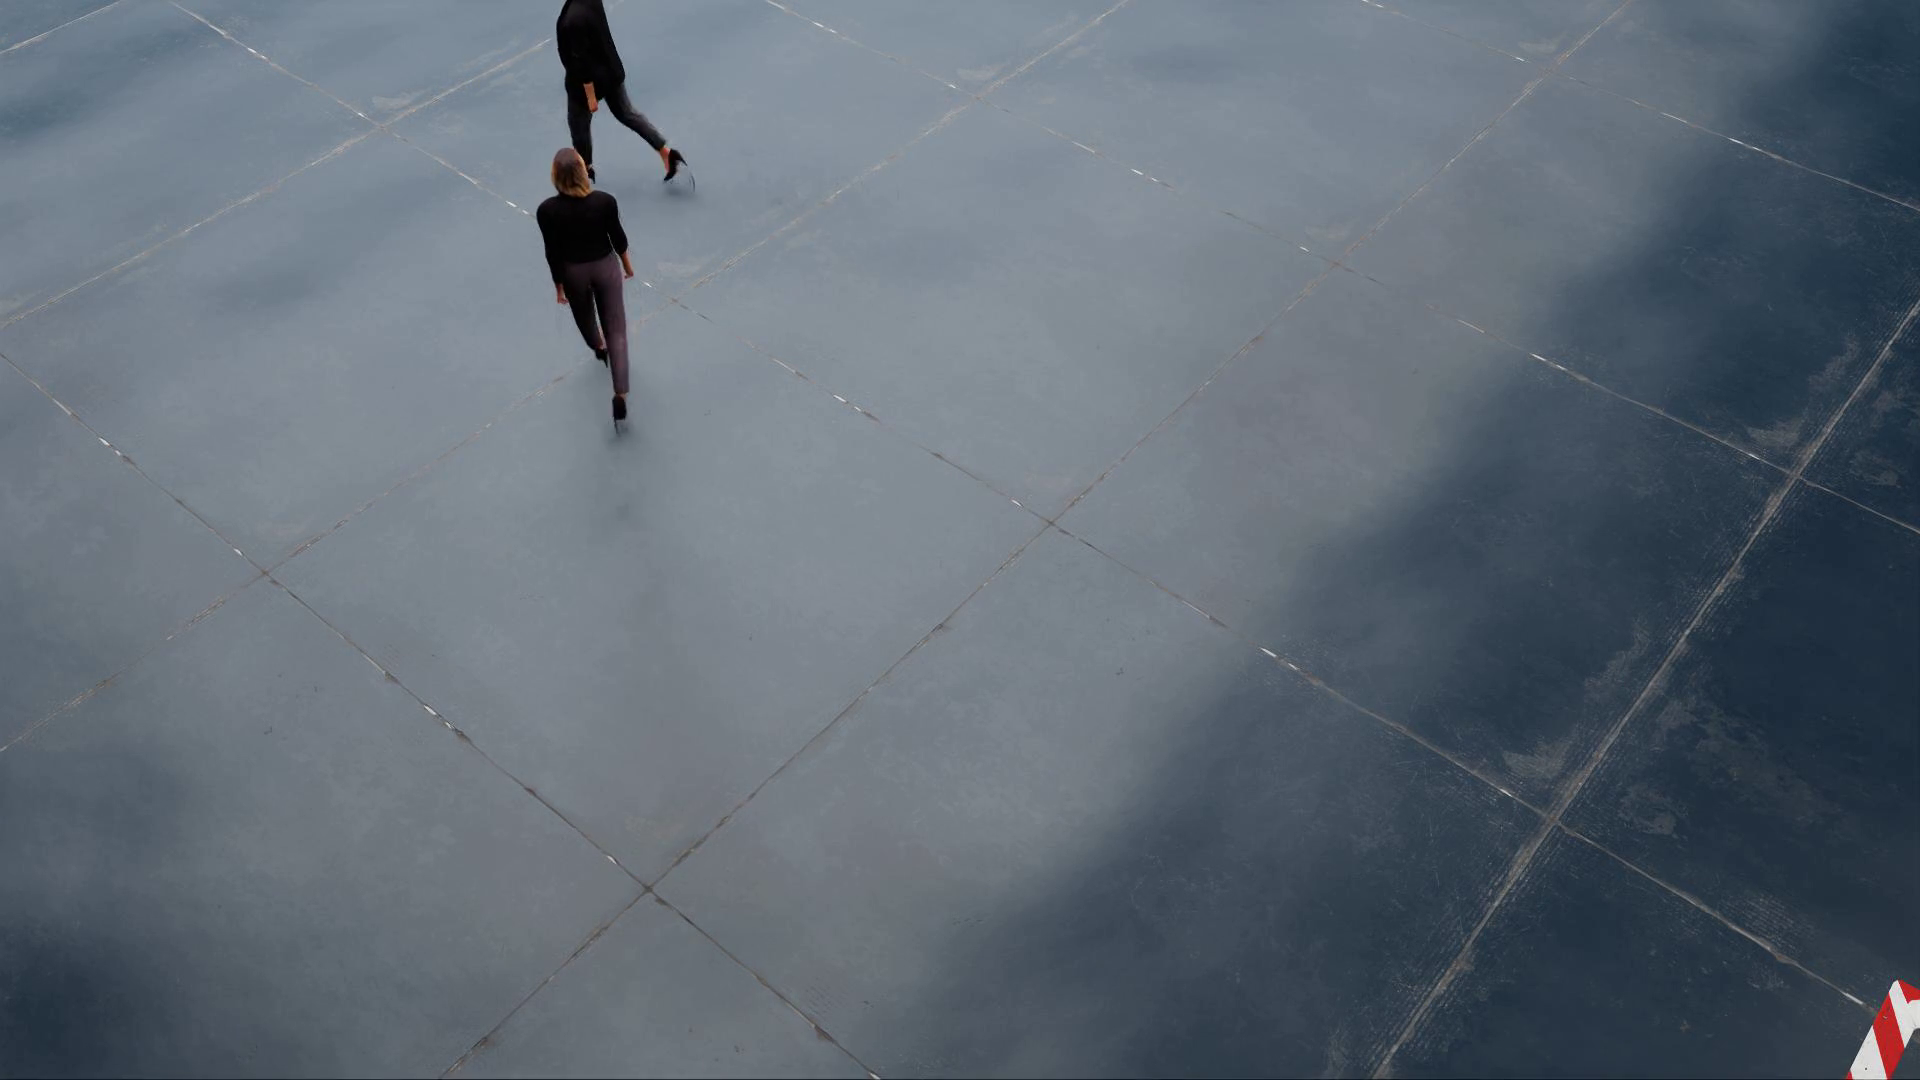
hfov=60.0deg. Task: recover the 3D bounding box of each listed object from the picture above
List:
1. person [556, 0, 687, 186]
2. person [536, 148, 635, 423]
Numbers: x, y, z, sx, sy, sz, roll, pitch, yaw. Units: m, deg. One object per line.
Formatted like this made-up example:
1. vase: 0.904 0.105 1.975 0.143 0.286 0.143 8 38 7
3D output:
1. person: -2.243 -2.959 10.653 1.191 1.685 1.018 5 47 5
2. person: -2.031 -1.380 9.231 0.976 1.630 1.122 -11 48 -10
